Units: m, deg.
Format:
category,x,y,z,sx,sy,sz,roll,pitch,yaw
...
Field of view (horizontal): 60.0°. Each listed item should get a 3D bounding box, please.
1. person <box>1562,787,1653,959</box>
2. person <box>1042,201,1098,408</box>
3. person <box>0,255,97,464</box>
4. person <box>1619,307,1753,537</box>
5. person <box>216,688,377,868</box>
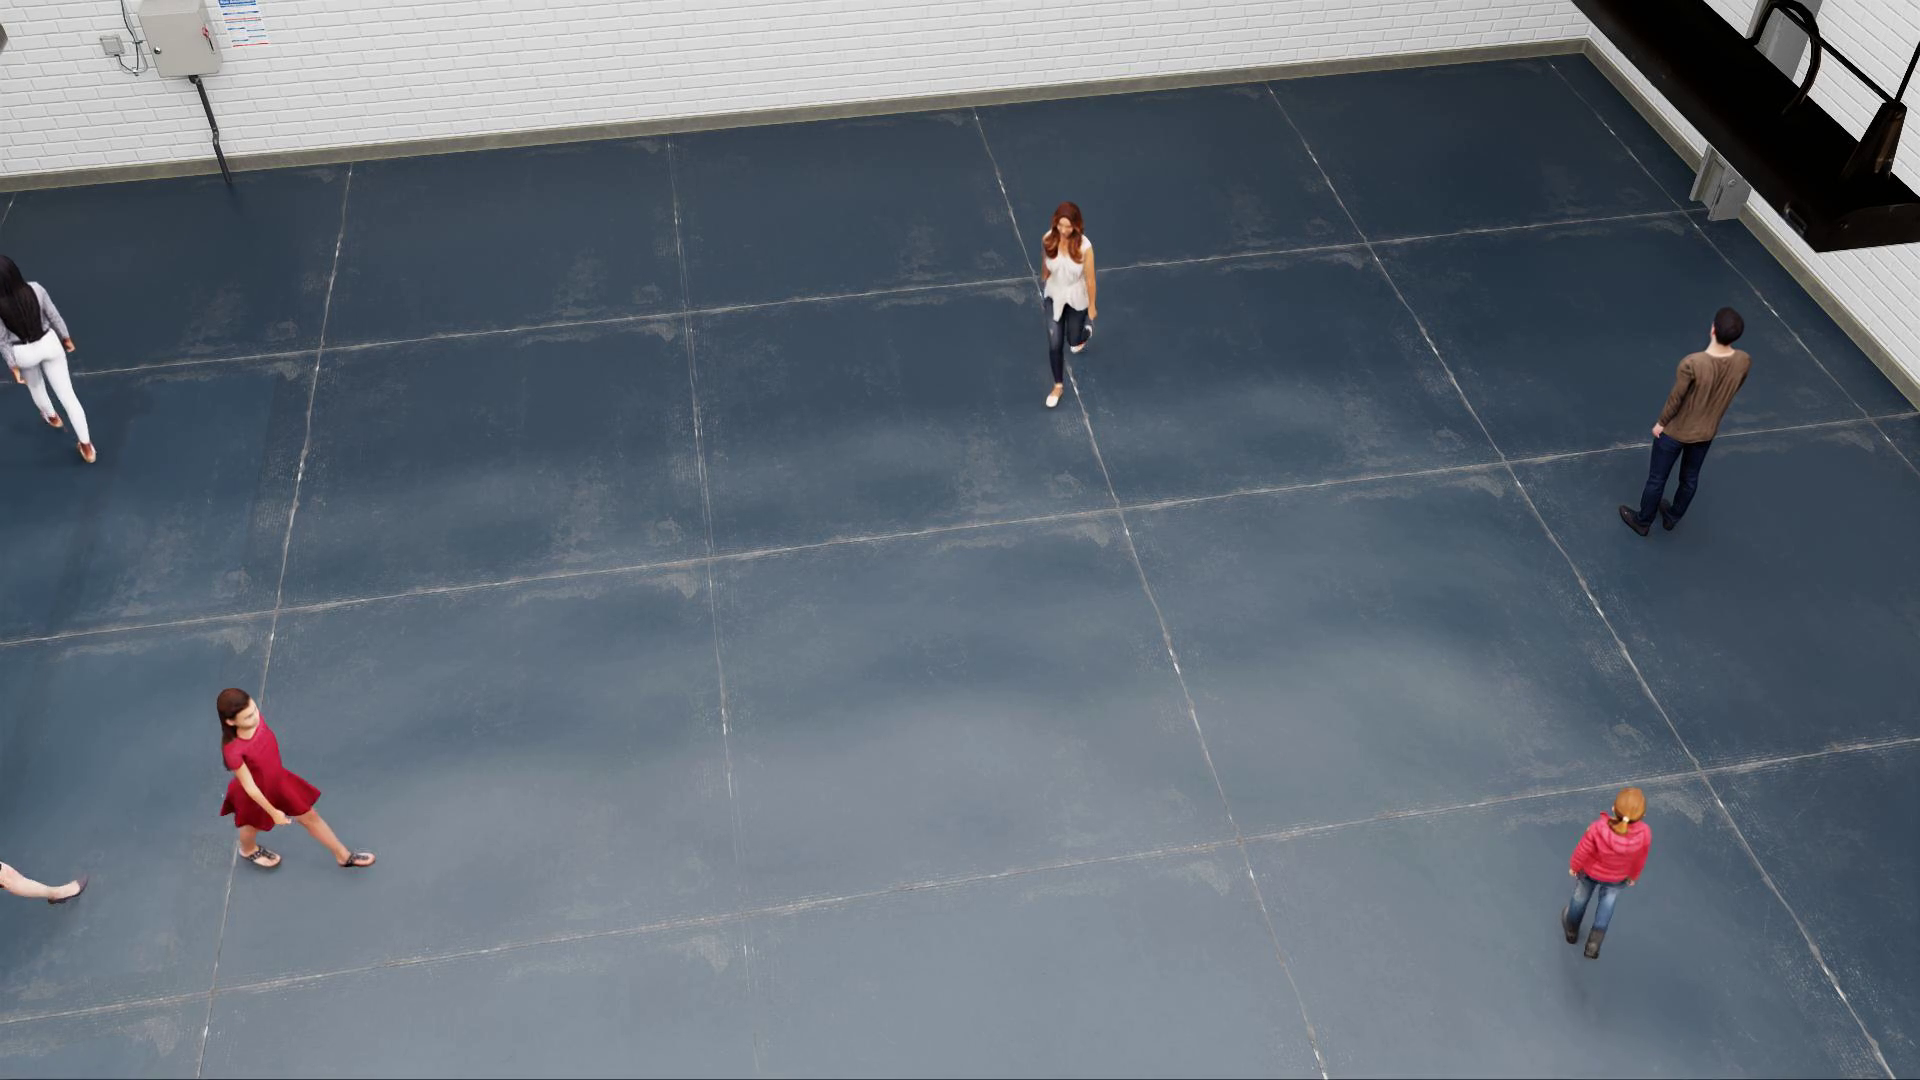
category,x,y,z,sx,sy,sz,roll,pitch,yaw
person,3.514,1.849,9.044,0.652,1.311,0.750,9,44,10
person,0.840,-1.882,12.644,0.940,1.747,1.097,17,46,17
person,-6.643,-1.281,12.053,0.928,1.693,1.130,-28,50,-26
person,5.007,-0.794,11.399,0.638,1.889,0.553,-7,44,-8
person,-3.997,1.393,9.379,0.864,1.510,1.074,8,44,9
